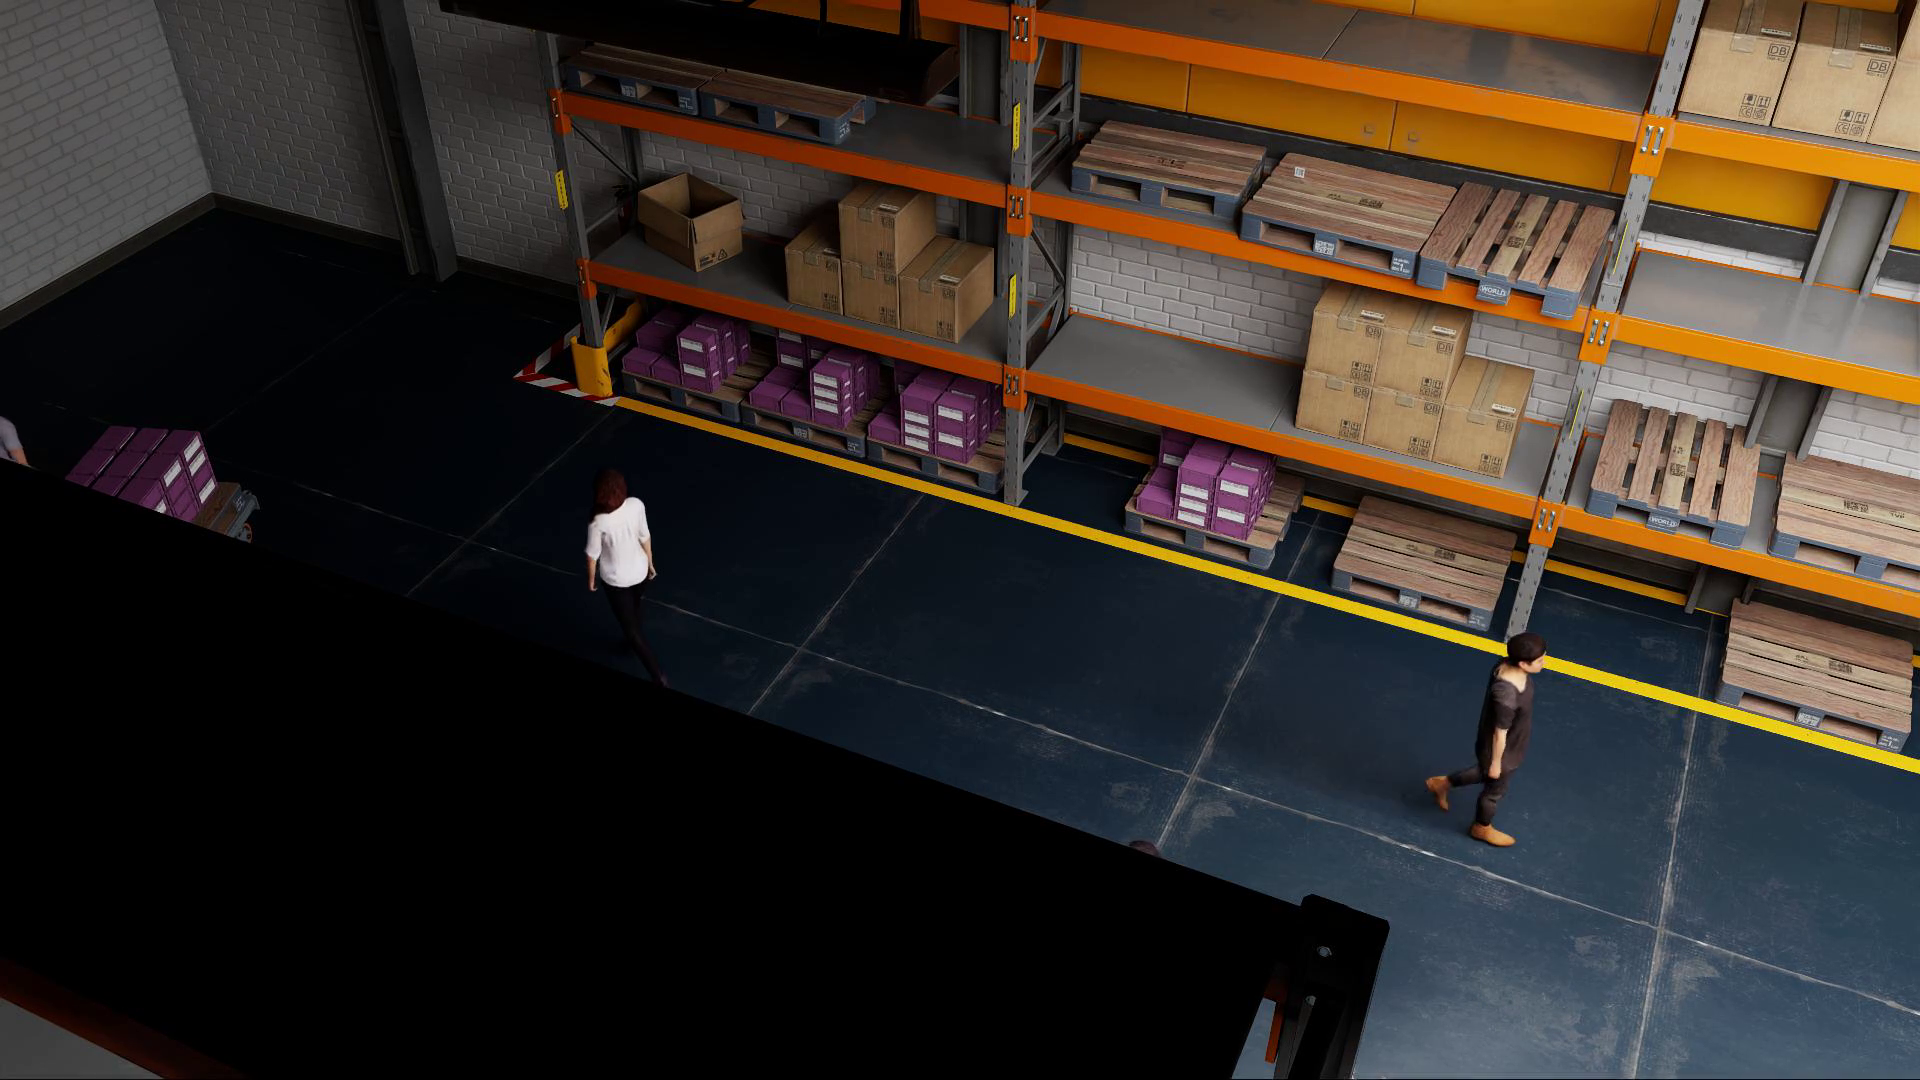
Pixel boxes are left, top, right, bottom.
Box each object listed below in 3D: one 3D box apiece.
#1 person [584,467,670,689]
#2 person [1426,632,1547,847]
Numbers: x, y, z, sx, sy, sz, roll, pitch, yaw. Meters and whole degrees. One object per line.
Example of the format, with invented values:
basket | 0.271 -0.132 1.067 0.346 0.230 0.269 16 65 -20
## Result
person | -2.232 0.315 11.312 0.855 1.769 1.085 -29 47 -31
person | 3.261 1.211 10.242 0.842 1.704 0.632 15 41 18
